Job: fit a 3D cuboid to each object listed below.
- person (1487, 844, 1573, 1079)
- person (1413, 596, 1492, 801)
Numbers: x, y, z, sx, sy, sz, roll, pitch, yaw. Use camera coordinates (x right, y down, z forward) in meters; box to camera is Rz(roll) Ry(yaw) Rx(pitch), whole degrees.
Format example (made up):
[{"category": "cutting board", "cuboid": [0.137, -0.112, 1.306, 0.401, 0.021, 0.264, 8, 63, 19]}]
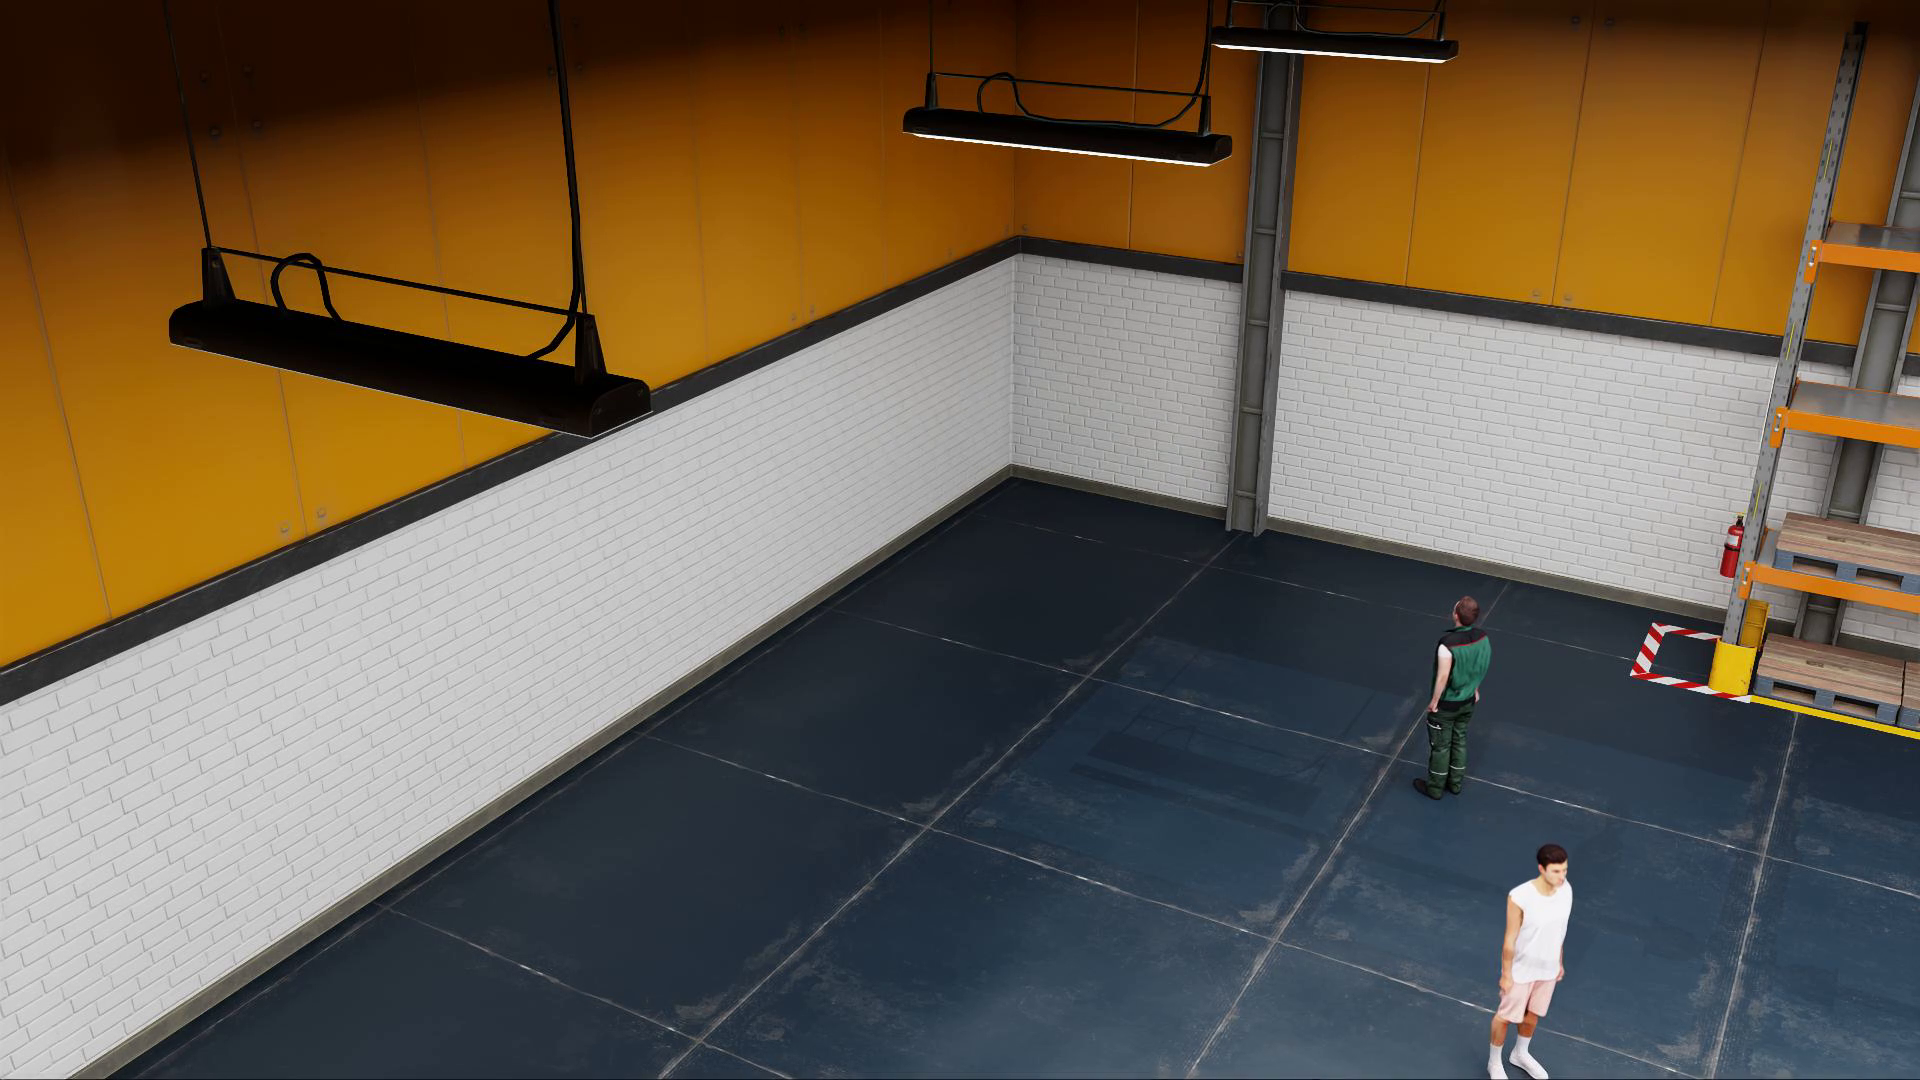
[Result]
[{"category": "person", "cuboid": [3.653, 2.697, 10.651, 0.738, 1.788, 0.780, -8, 25, -18]}, {"category": "person", "cuboid": [4.087, 1.296, 13.789, 0.749, 1.843, 0.774, -11, 26, -24]}]
